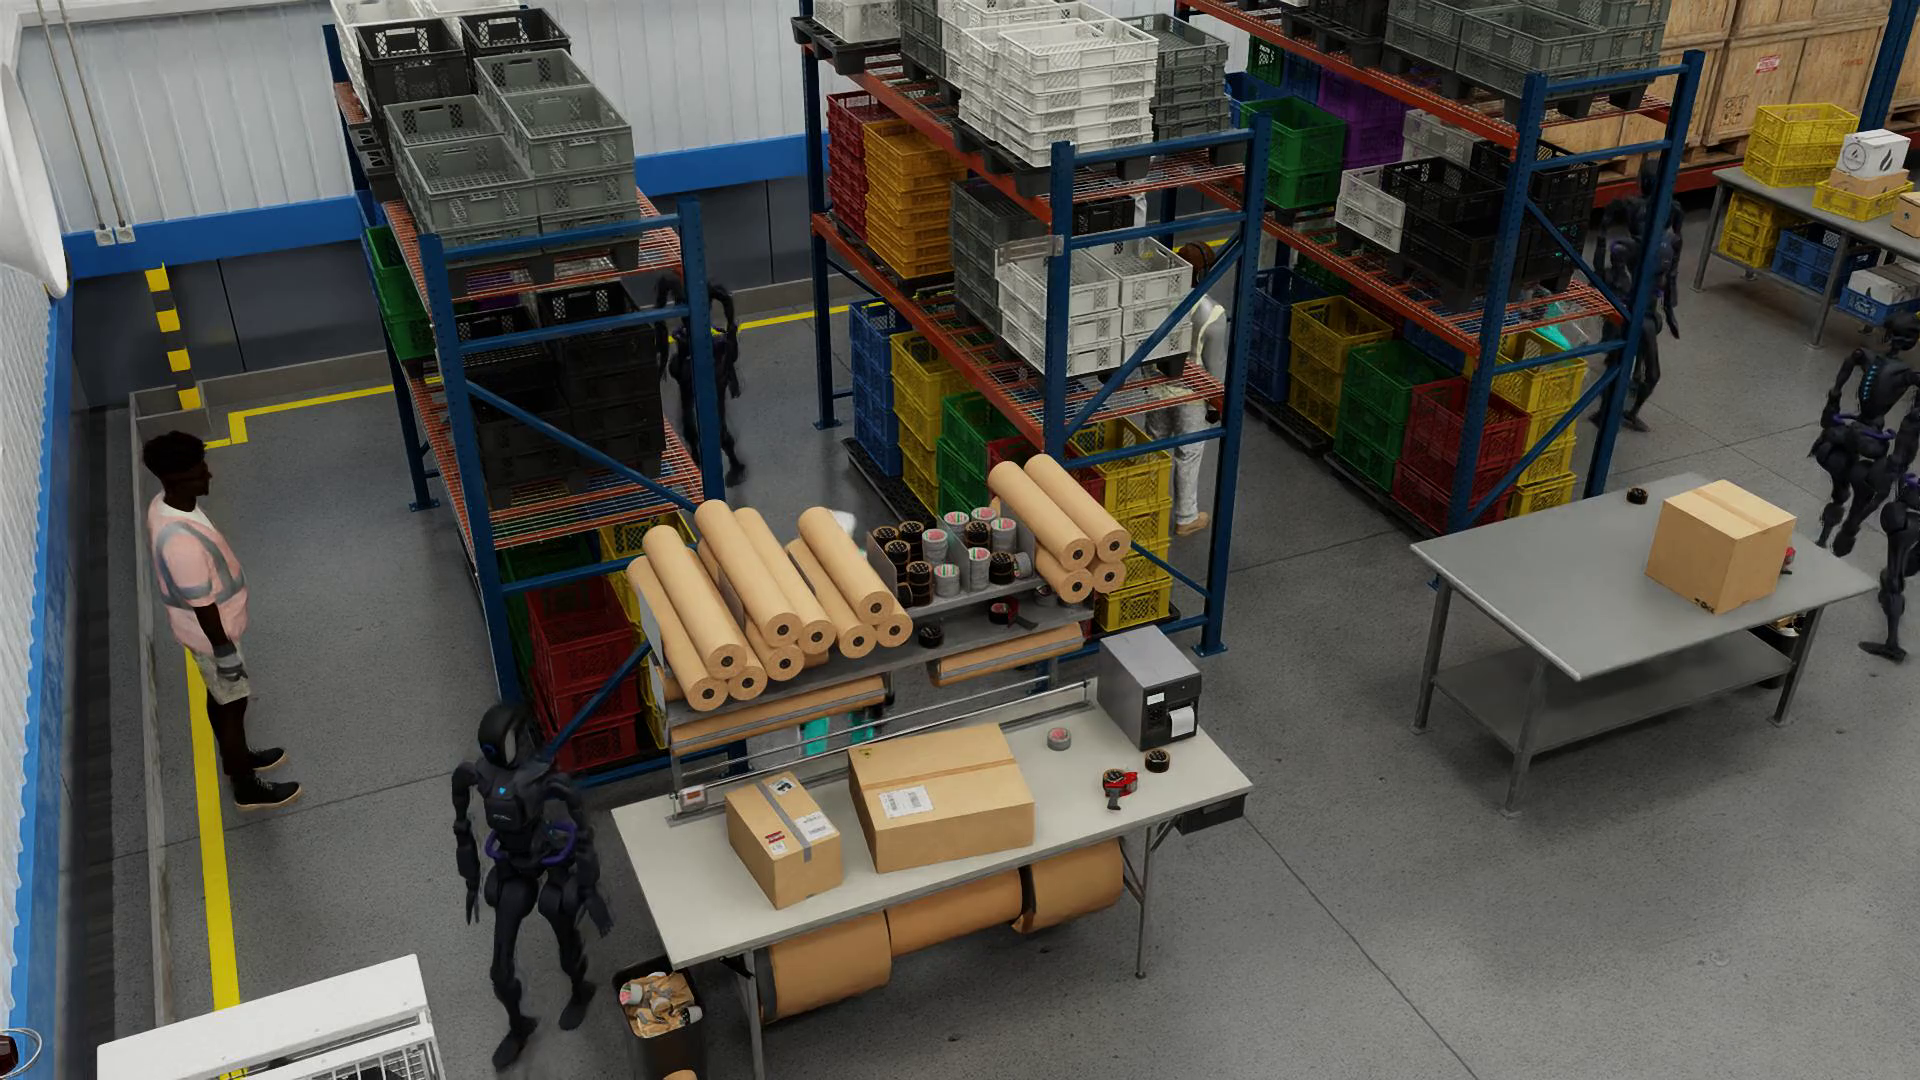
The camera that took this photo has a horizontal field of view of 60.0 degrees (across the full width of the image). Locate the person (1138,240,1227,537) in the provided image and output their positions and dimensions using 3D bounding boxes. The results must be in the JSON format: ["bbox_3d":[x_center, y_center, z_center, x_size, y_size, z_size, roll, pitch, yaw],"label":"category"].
[{"bbox_3d":[1.326,-0.907,9.957,0.431,1.835,0.622,-26,40,-36],"label":"person"}]

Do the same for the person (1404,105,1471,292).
[{"bbox_3d":[3.317,-2.059,11.621,0.606,2.048,0.366,3,32,5],"label":"person"}]

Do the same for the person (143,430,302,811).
[{"bbox_3d":[-3.470,0.380,7.735,0.362,1.963,0.611,-17,35,-25],"label":"person"}]

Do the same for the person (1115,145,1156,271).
[{"bbox_3d":[1.400,-3.077,13.430,0.356,1.882,0.574,4,32,7],"label":"person"}]

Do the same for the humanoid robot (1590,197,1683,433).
[{"bbox_3d":[4.495,-1.475,11.015,0.599,1.650,0.355,-13,34,-20],"label":"humanoid robot"}]

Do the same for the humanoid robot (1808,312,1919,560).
[{"bbox_3d":[5.133,-0.508,9.448,0.455,1.640,0.614,-17,35,-25],"label":"humanoid robot"}]

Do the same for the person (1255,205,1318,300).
[{"bbox_3d":[2.502,-2.680,12.833,0.592,1.828,0.403,-1,32,-2],"label":"person"}]

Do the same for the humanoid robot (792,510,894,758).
[{"bbox_3d":[-0.550,0.772,7.313,0.533,1.751,0.920,0,32,0],"label":"humanoid robot"}]

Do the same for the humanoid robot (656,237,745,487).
[{"bbox_3d":[-1.643,-1.130,10.457,0.591,1.648,0.341,11,33,17],"label":"humanoid robot"}]

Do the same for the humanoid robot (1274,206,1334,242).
[{"bbox_3d":[2.820,-2.857,13.225,0.922,1.765,0.558,10,33,16],"label":"humanoid robot"}]

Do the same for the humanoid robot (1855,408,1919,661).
[{"bbox_3d":[5.225,-0.207,9.012,0.585,1.611,0.823,2,32,4],"label":"humanoid robot"}]

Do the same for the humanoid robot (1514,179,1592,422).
[{"bbox_3d":[4.013,-1.500,11.032,0.847,1.778,0.538,27,40,36],"label":"humanoid robot"}]

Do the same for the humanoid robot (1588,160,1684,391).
[{"bbox_3d":[4.738,-1.864,11.668,0.594,1.635,0.630,8,33,13],"label":"humanoid robot"}]

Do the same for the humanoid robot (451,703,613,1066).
[{"bbox_3d":[-1.652,1.336,6.462,0.603,1.648,0.489,5,32,8],"label":"humanoid robot"}]

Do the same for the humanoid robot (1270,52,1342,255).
[{"bbox_3d":[2.783,-3.222,13.790,0.545,1.771,0.779,-21,38,-31],"label":"humanoid robot"}]
